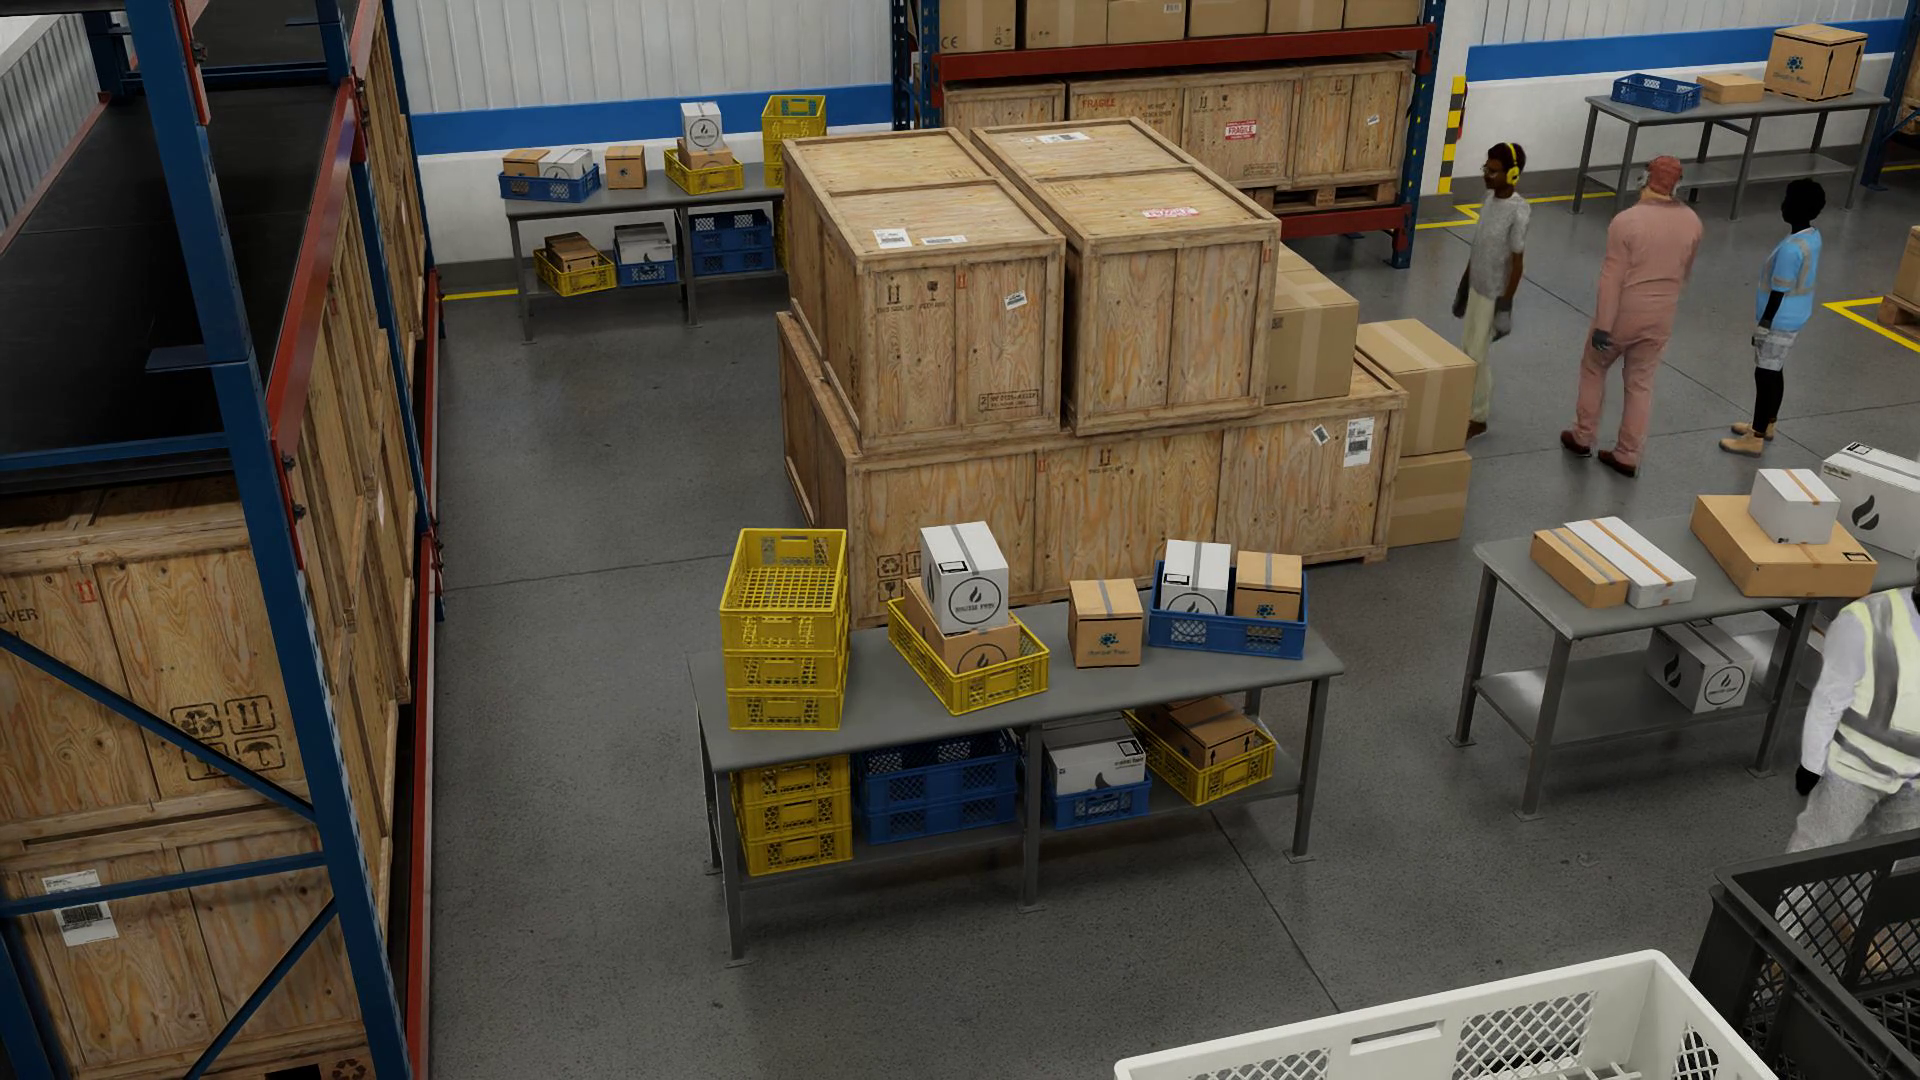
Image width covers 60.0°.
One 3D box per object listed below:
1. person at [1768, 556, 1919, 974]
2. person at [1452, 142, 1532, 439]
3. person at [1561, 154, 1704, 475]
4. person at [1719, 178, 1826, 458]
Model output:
[{"bbox_3d":[3.353,0.804,6.013,0.633,1.841,0.429,0,29,1],"label":"person"},{"bbox_3d":[3.214,-1.510,10.190,0.345,1.873,0.540,-6,29,-10],"label":"person"},{"bbox_3d":[4.008,-1.339,9.881,0.670,1.860,0.660,-6,29,-11],"label":"person"},{"bbox_3d":[4.960,-1.342,10.067,0.320,1.689,0.537,19,34,31],"label":"person"}]
